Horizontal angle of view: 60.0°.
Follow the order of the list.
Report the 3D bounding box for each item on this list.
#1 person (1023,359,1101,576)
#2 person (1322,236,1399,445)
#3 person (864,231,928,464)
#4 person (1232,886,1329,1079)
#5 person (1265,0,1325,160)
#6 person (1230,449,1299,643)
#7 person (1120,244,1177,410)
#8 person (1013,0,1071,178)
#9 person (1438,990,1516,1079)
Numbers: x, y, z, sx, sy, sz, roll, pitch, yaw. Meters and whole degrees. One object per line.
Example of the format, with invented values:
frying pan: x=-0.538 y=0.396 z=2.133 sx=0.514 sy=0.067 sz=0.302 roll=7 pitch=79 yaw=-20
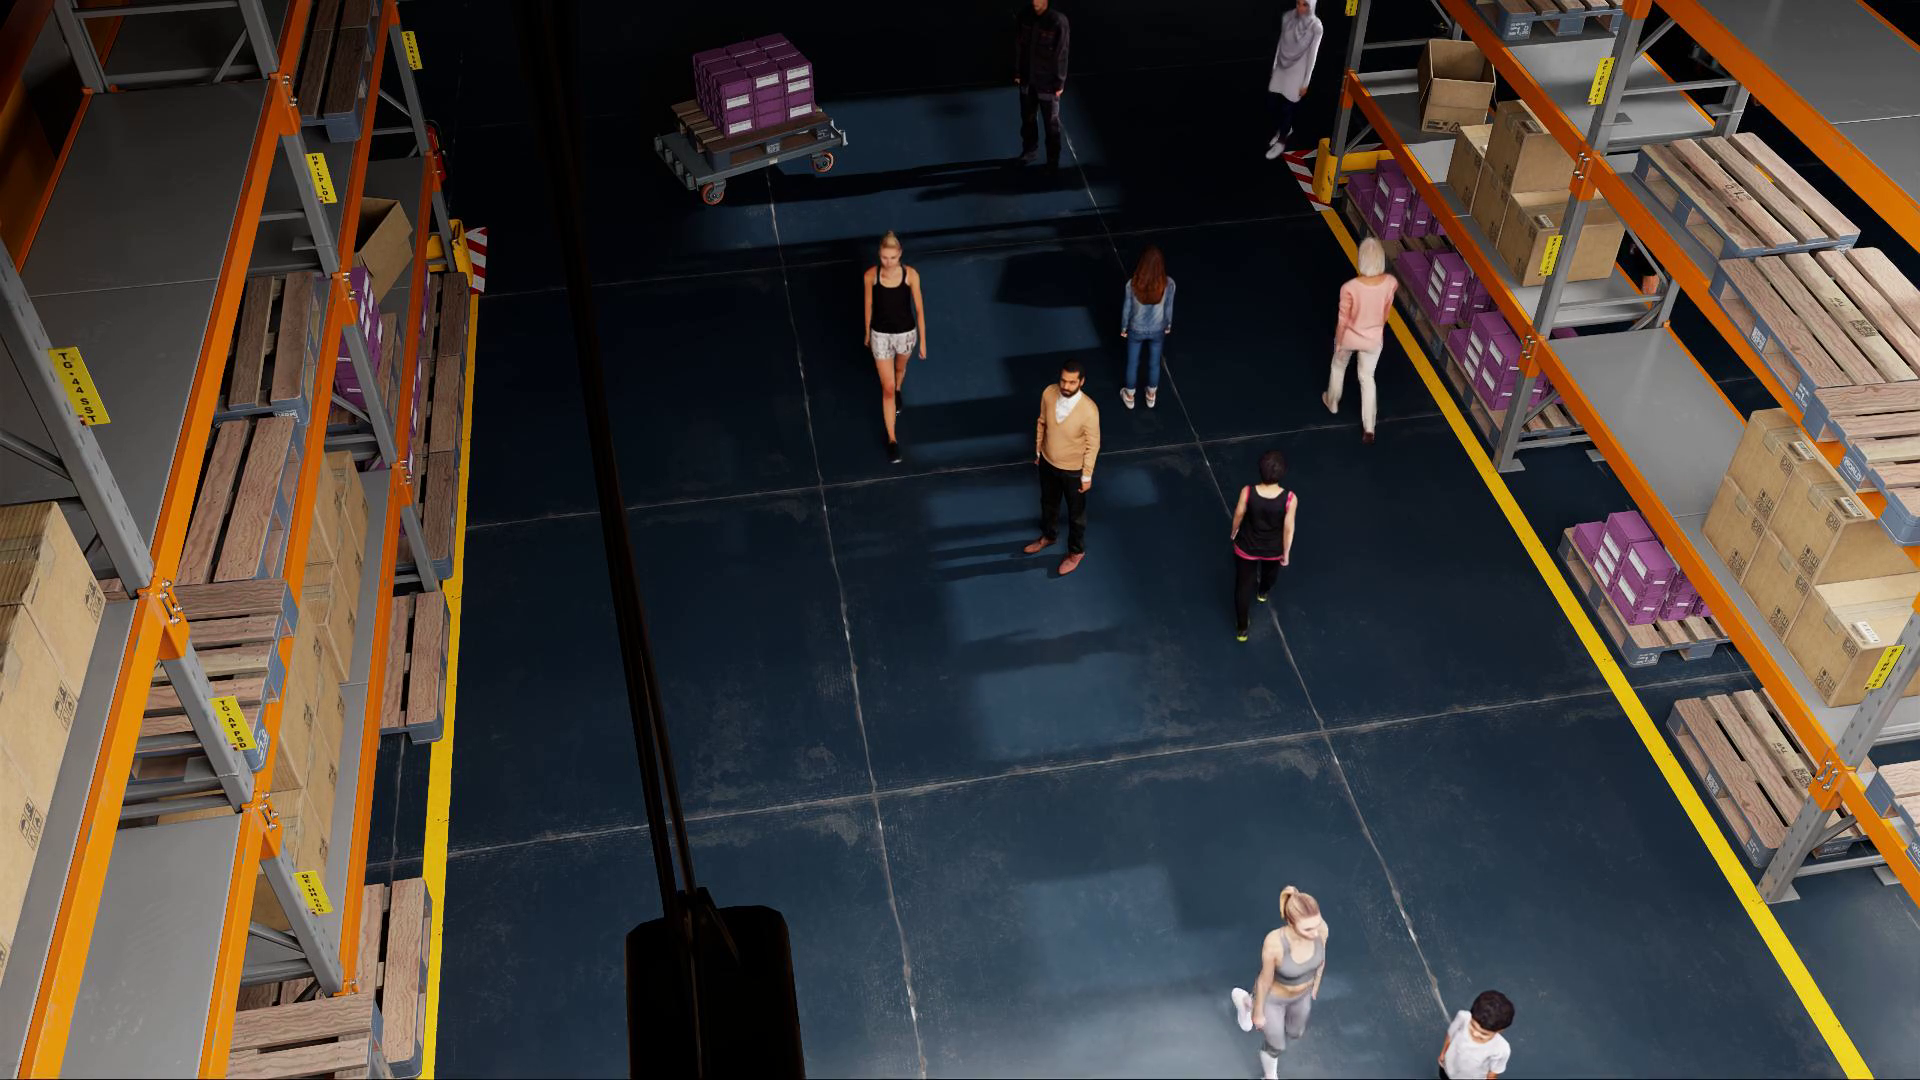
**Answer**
person: x=0.740 y=-0.540 z=11.631 sx=0.736 sy=1.754 sz=0.819 roll=31 pitch=52 yaw=29
person: x=3.084 y=-1.506 z=12.684 sx=0.638 sy=1.701 sz=1.024 roll=-5 pitch=44 yaw=-5
person: x=-0.501 y=-1.608 z=12.728 sx=0.707 sy=1.788 sz=1.196 roll=-2 pitch=44 yaw=-3
person: x=1.643 y=2.314 z=8.682 sx=0.717 sy=1.689 sz=0.967 roll=-18 pitch=46 yaw=-18
person: x=3.195 y=-4.421 z=15.702 sx=0.850 sy=1.758 sz=0.773 roll=-31 pitch=52 yaw=-28
person: x=2.005 y=0.075 z=11.149 sx=0.779 sy=1.530 sz=0.967 roll=9 pitch=44 yaw=10
person: x=1.462 y=-1.661 z=13.010 sx=0.585 sy=1.475 sz=0.542 roll=0 pitch=44 yaw=0
person: x=0.760 y=-4.336 z=15.483 sx=0.777 sy=1.939 sz=0.829 roll=24 pitch=49 yaw=23
person: x=2.640 y=2.695 z=8.598 sx=0.628 sy=1.254 sz=0.549 roll=-30 pitch=51 yaw=-28
